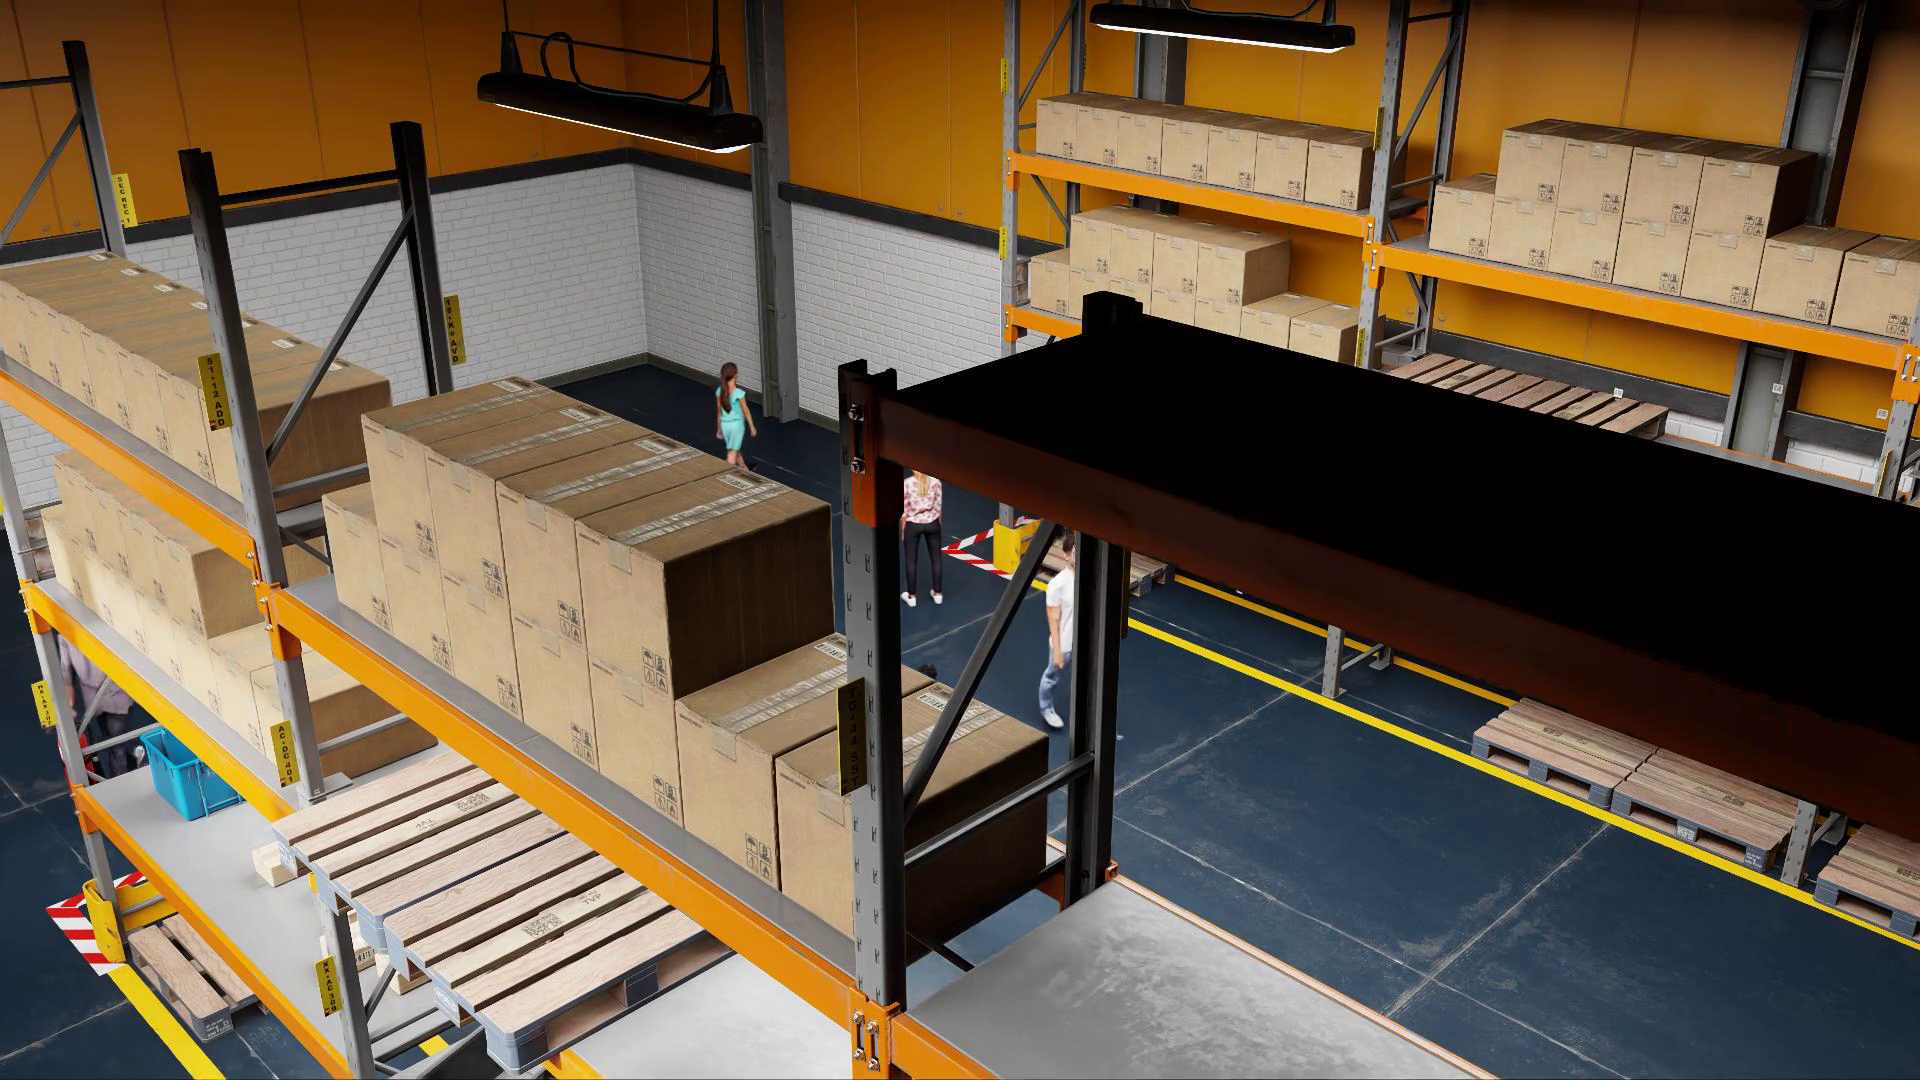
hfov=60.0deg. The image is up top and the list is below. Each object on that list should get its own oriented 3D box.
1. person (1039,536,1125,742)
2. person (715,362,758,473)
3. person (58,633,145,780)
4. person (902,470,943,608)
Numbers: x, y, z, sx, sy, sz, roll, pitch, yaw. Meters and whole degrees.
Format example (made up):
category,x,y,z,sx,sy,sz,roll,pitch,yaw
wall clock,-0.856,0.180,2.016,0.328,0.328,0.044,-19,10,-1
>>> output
category,x,y,z,sx,sy,sz,roll,pitch,yaw
person,0.871,0.812,13.932,0.794,1.811,1.198,-17,29,-33
person,-2.630,-1.228,18.963,0.997,1.520,0.790,14,27,29
person,-6.649,1.267,12.877,1.118,1.822,1.170,0,24,1
person,-0.370,-0.132,16.321,0.638,1.628,0.655,-6,24,-13
